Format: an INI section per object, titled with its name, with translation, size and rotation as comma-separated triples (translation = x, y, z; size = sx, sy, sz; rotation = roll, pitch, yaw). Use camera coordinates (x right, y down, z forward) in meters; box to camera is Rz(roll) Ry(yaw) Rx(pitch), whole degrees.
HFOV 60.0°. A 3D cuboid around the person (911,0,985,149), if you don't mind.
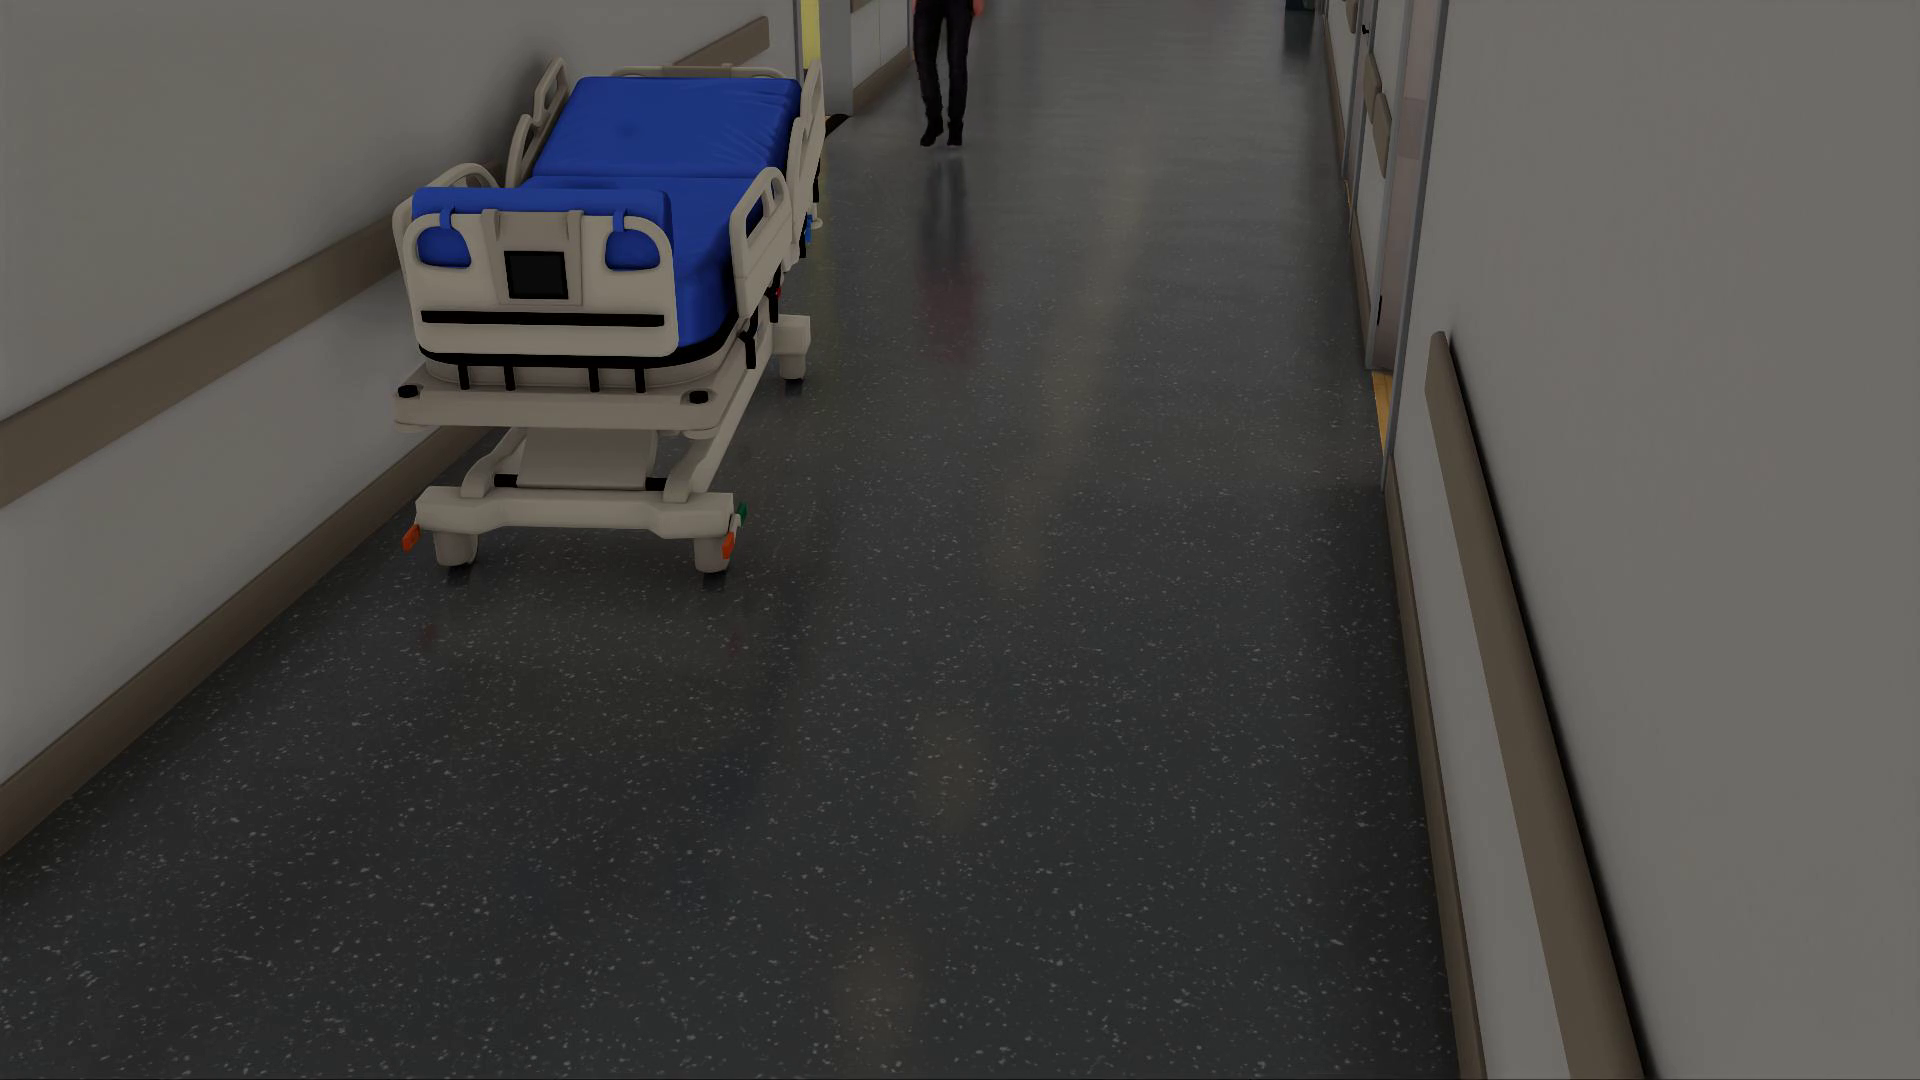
[person]
translation = -0.072, -3.550, 10.828
size = 0.586, 1.943, 0.712
rotation = 3, 26, 7
